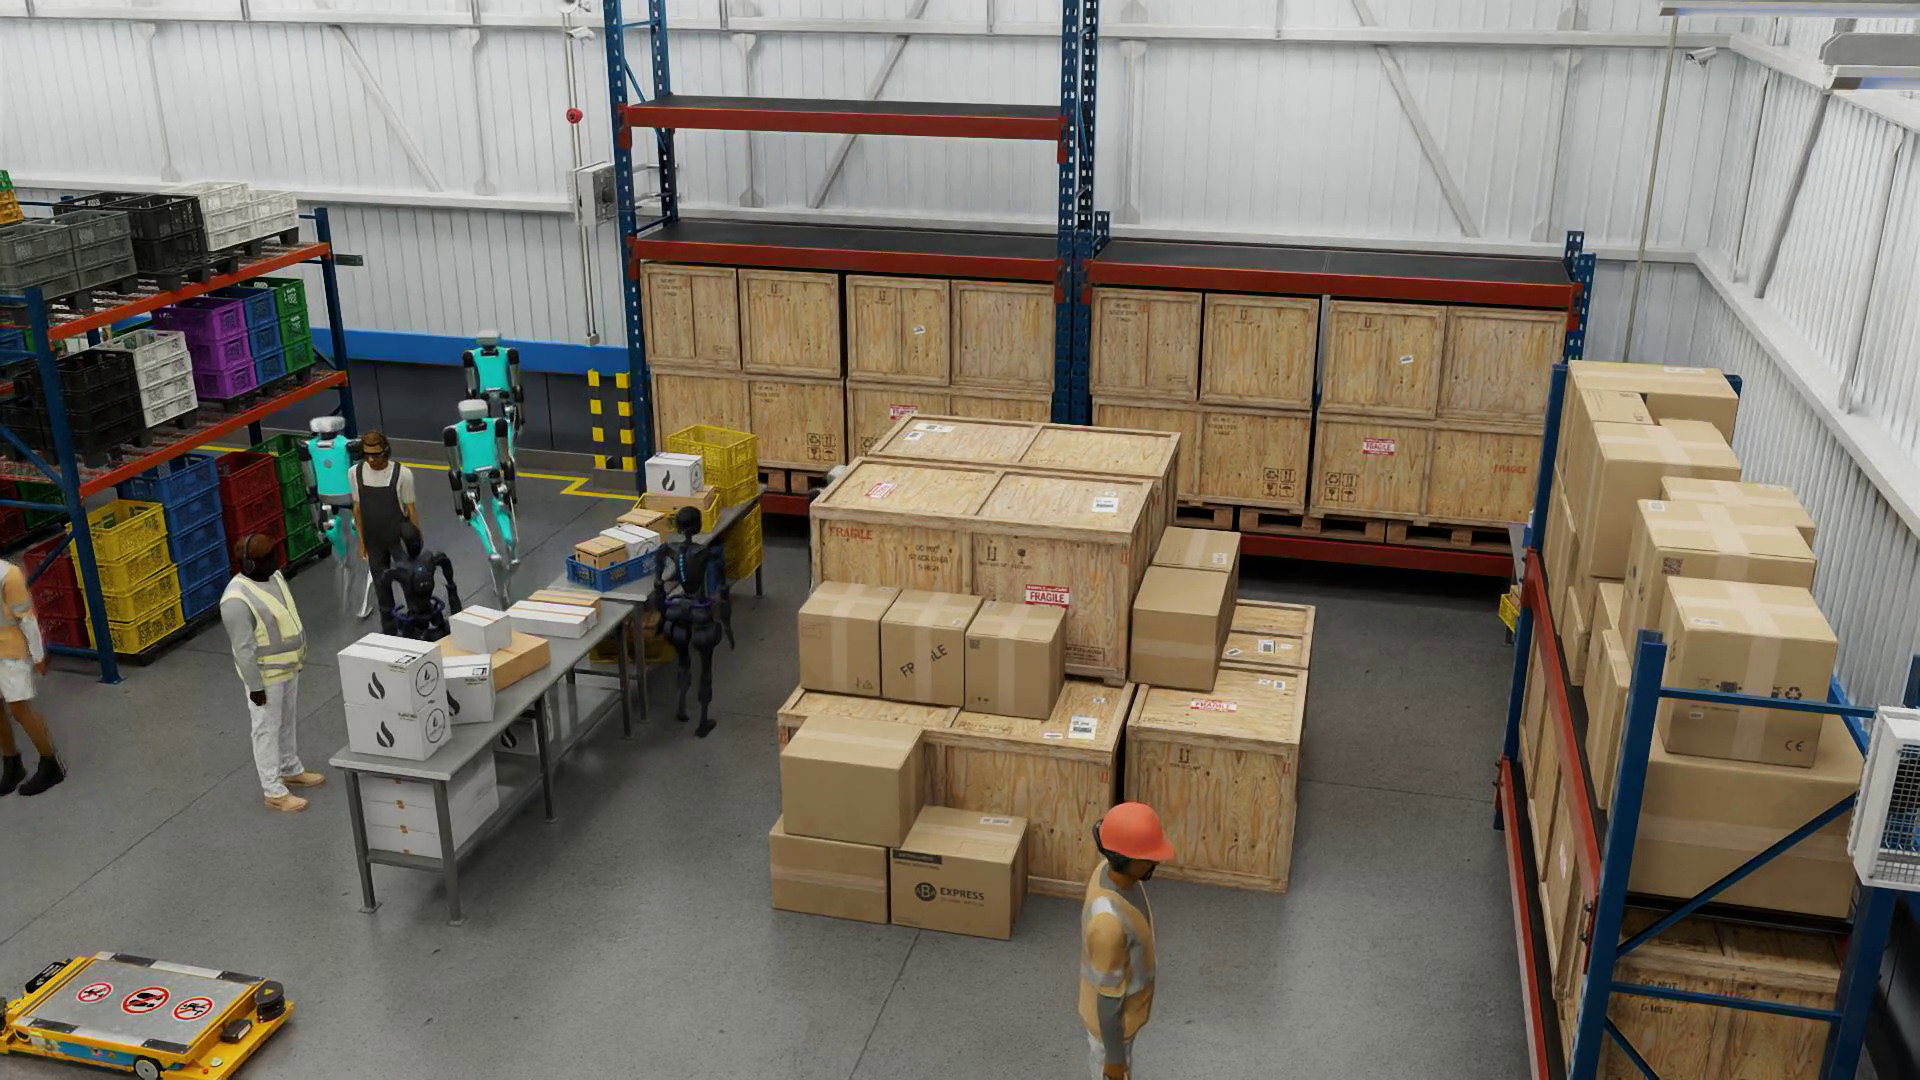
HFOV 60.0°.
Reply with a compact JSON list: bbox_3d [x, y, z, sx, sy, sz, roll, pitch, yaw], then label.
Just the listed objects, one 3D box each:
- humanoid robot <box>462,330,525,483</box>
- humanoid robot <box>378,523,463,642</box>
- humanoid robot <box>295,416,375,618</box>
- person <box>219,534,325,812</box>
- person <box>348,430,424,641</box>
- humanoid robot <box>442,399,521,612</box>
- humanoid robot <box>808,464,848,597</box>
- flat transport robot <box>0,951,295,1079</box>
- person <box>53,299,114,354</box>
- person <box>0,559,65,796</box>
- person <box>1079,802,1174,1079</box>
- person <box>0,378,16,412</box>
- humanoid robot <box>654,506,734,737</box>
[{"bbox_3d":[-4.421,-1.071,15.882,0.538,1.779,1.028,-5,21,-12],"label":"humanoid robot"},{"bbox_3d":[-3.659,0.634,11.456,0.614,1.630,0.710,-18,27,-39],"label":"humanoid robot"},{"bbox_3d":[-4.941,-0.155,13.516,0.549,1.881,0.689,1,21,2],"label":"humanoid robot"},{"bbox_3d":[-4.402,0.830,10.670,0.430,1.845,0.619,1,21,2],"label":"person"},{"bbox_3d":[-4.412,0.010,12.842,0.500,1.832,0.359,1,21,2],"label":"person"},{"bbox_3d":[-3.789,-0.200,13.560,0.548,1.802,0.899,-12,24,-28],"label":"humanoid robot"},{"bbox_3d":[-0.900,0.451,11.957,0.546,1.883,0.794,5,21,13],"label":"humanoid robot"},{"bbox_3d":[-4.270,2.464,8.601,1.431,0.231,0.659,5,22,13],"label":"flat transport robot"},{"bbox_3d":[-9.444,-1.988,18.056,0.562,1.836,0.387,-4,21,-11],"label":"person"},{"bbox_3d":[-6.297,0.753,10.784,0.581,1.900,0.489,4,21,11],"label":"person"},{"bbox_3d":[0.707,2.043,7.220,0.372,2.040,0.613,3,21,9],"label":"person"},{"bbox_3d":[-9.270,-1.176,16.073,0.508,1.718,0.423,11,24,27],"label":"person"},{"bbox_3d":[-1.873,0.559,11.597,0.599,1.648,0.363,5,22,13],"label":"humanoid robot"}]
